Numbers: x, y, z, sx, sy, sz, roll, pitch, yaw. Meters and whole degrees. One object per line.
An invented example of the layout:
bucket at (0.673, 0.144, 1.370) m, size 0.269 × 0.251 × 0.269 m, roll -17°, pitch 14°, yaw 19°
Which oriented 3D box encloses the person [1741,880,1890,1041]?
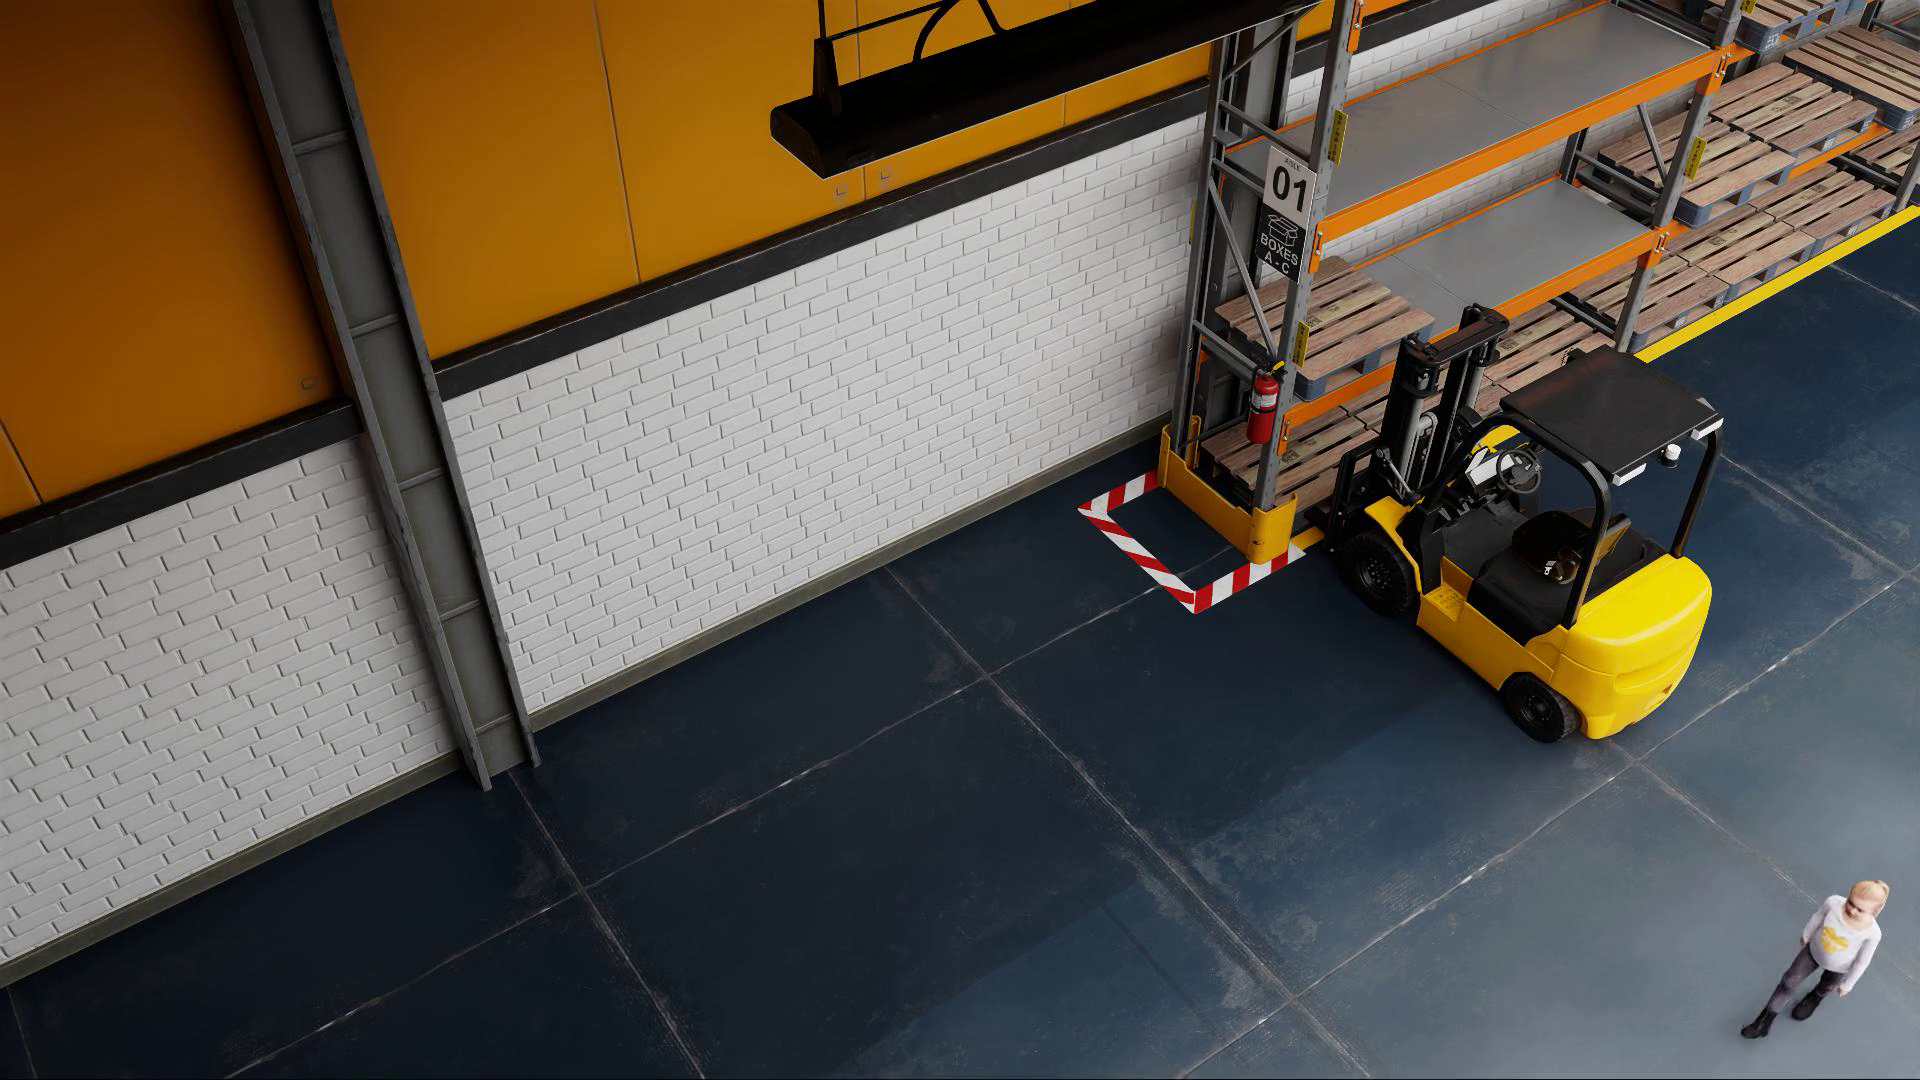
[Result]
person at (4.736, 2.223, 8.981) m, size 0.853 × 1.251 × 0.526 m, roll -28°, pitch 50°, yaw -26°
